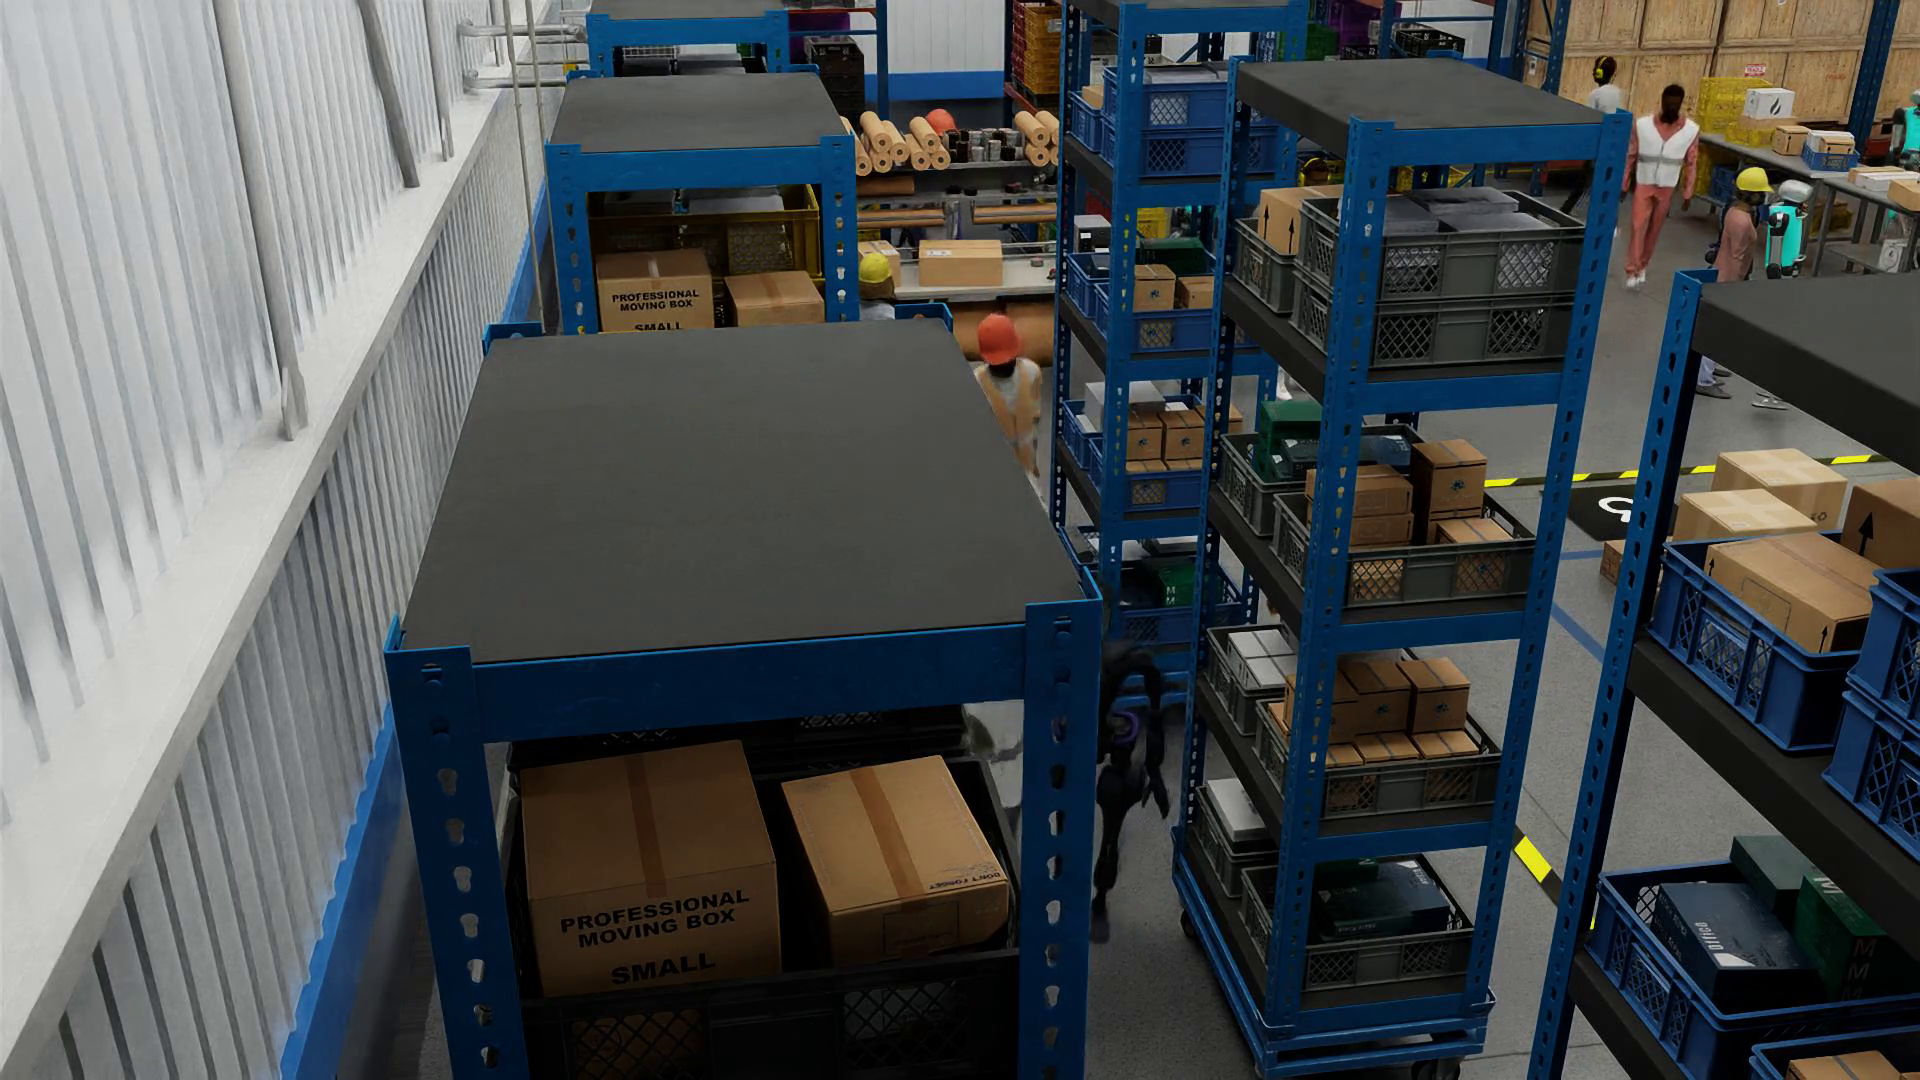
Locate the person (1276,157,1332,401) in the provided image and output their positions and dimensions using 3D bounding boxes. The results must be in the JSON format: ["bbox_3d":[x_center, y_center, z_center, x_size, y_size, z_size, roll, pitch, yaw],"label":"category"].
[{"bbox_3d":[2.634,-1.996,12.729,0.528,1.862,0.310,-14,28,-29],"label":"person"}]

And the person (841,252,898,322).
[{"bbox_3d":[-0.524,-0.984,10.673,0.492,1.742,0.284,15,29,29],"label":"person"}]

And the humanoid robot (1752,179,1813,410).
[{"bbox_3d":[6.216,-1.768,12.219,0.735,1.681,0.533,17,30,33],"label":"humanoid robot"}]

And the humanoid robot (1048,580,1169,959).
[{"bbox_3d":[0.535,0.912,6.645,0.609,1.654,0.382,4,25,8],"label":"humanoid robot"}]

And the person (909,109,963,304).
[{"bbox_3d":[-0.163,-2.474,13.556,0.376,2.043,0.606,18,30,34],"label":"person"}]

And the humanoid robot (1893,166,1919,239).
[{"bbox_3d":[9.531,-3.627,16.361,0.530,1.742,0.703,-9,26,-18],"label":"humanoid robot"}]

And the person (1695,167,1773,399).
[{"bbox_3d":[5.941,-1.985,12.820,0.317,1.769,0.523,7,26,15],"label":"person"}]

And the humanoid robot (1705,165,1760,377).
[{"bbox_3d":[6.142,-2.164,13.298,0.315,1.659,0.599,1,25,2],"label":"humanoid robot"}]

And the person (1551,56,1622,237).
[{"bbox_3d":[6.626,-4.134,17.436,0.505,1.814,0.972,-21,32,-38],"label":"person"}]

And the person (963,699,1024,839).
[{"bbox_3d":[0.124,0.958,6.373,0.399,1.815,0.618,17,30,33],"label":"person"}]

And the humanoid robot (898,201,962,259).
[{"bbox_3d":[-0.272,-2.804,14.780,0.589,1.634,0.776,-5,25,-11],"label":"humanoid robot"}]

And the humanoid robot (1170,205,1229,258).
[{"bbox_3d":[1.813,-2.254,13.552,0.558,1.868,0.748,22,32,39],"label":"humanoid robot"}]

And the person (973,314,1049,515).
[{"bbox_3d":[0.233,-0.366,9.155,0.591,1.888,0.523,-15,28,-29],"label":"person"}]

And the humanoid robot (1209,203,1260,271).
[{"bbox_3d":[2.242,-2.289,13.593,0.600,1.652,0.324,-1,25,-2],"label":"humanoid robot"}]

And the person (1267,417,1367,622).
[{"bbox_3d":[1.744,0.209,7.955,0.587,1.847,0.397,-4,25,-8],"label":"person"}]

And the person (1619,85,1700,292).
[{"bbox_3d":[6.468,-3.244,15.419,0.620,1.870,0.986,7,26,14],"label":"person"}]

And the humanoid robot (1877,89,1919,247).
[{"bbox_3d":[9.037,-3.367,15.878,0.588,1.783,0.840,20,31,36],"label":"humanoid robot"}]
